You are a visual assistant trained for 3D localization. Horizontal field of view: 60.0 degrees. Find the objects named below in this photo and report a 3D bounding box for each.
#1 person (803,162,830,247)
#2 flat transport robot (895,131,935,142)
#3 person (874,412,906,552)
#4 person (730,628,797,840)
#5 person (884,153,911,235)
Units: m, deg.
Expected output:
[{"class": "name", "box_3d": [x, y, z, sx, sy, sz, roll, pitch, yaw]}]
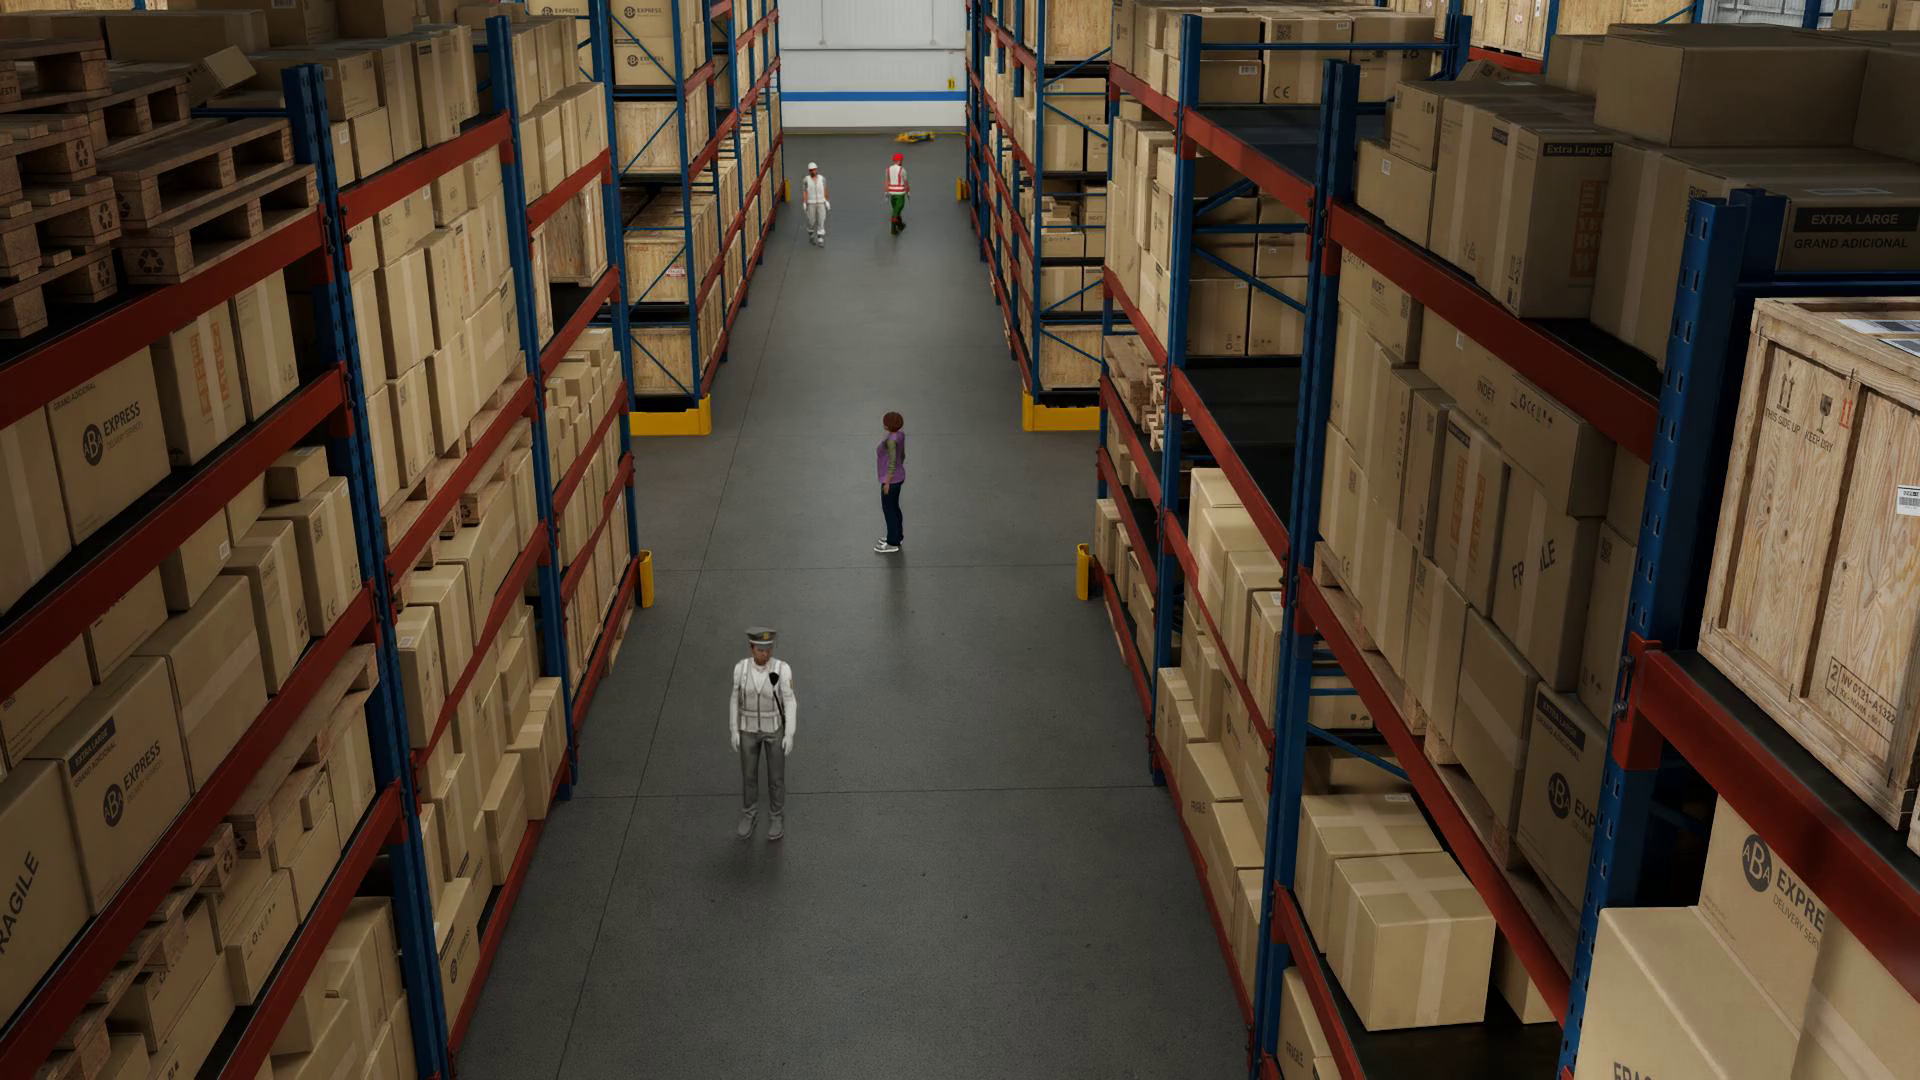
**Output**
[{"class": "person", "box_3d": [-3.084, -7.223, 35.812, 0.583, 1.787, 0.616, -5, 21, -12]}, {"class": "flat transport robot", "box_3d": [-1.447, -12.954, 53.430, 0.659, 0.249, 1.431, 11, 23, 28]}, {"class": "person", "box_3d": [-0.774, -0.662, 18.508, 0.332, 1.600, 0.406, 4, 21, 11]}, {"class": "person", "box_3d": [-1.494, 1.461, 12.660, 0.511, 1.699, 0.381, 1, 20, 3]}, {"class": "person", "box_3d": [-1.350, -7.787, 37.326, 0.559, 1.762, 0.839, 11, 23, 26]}]
